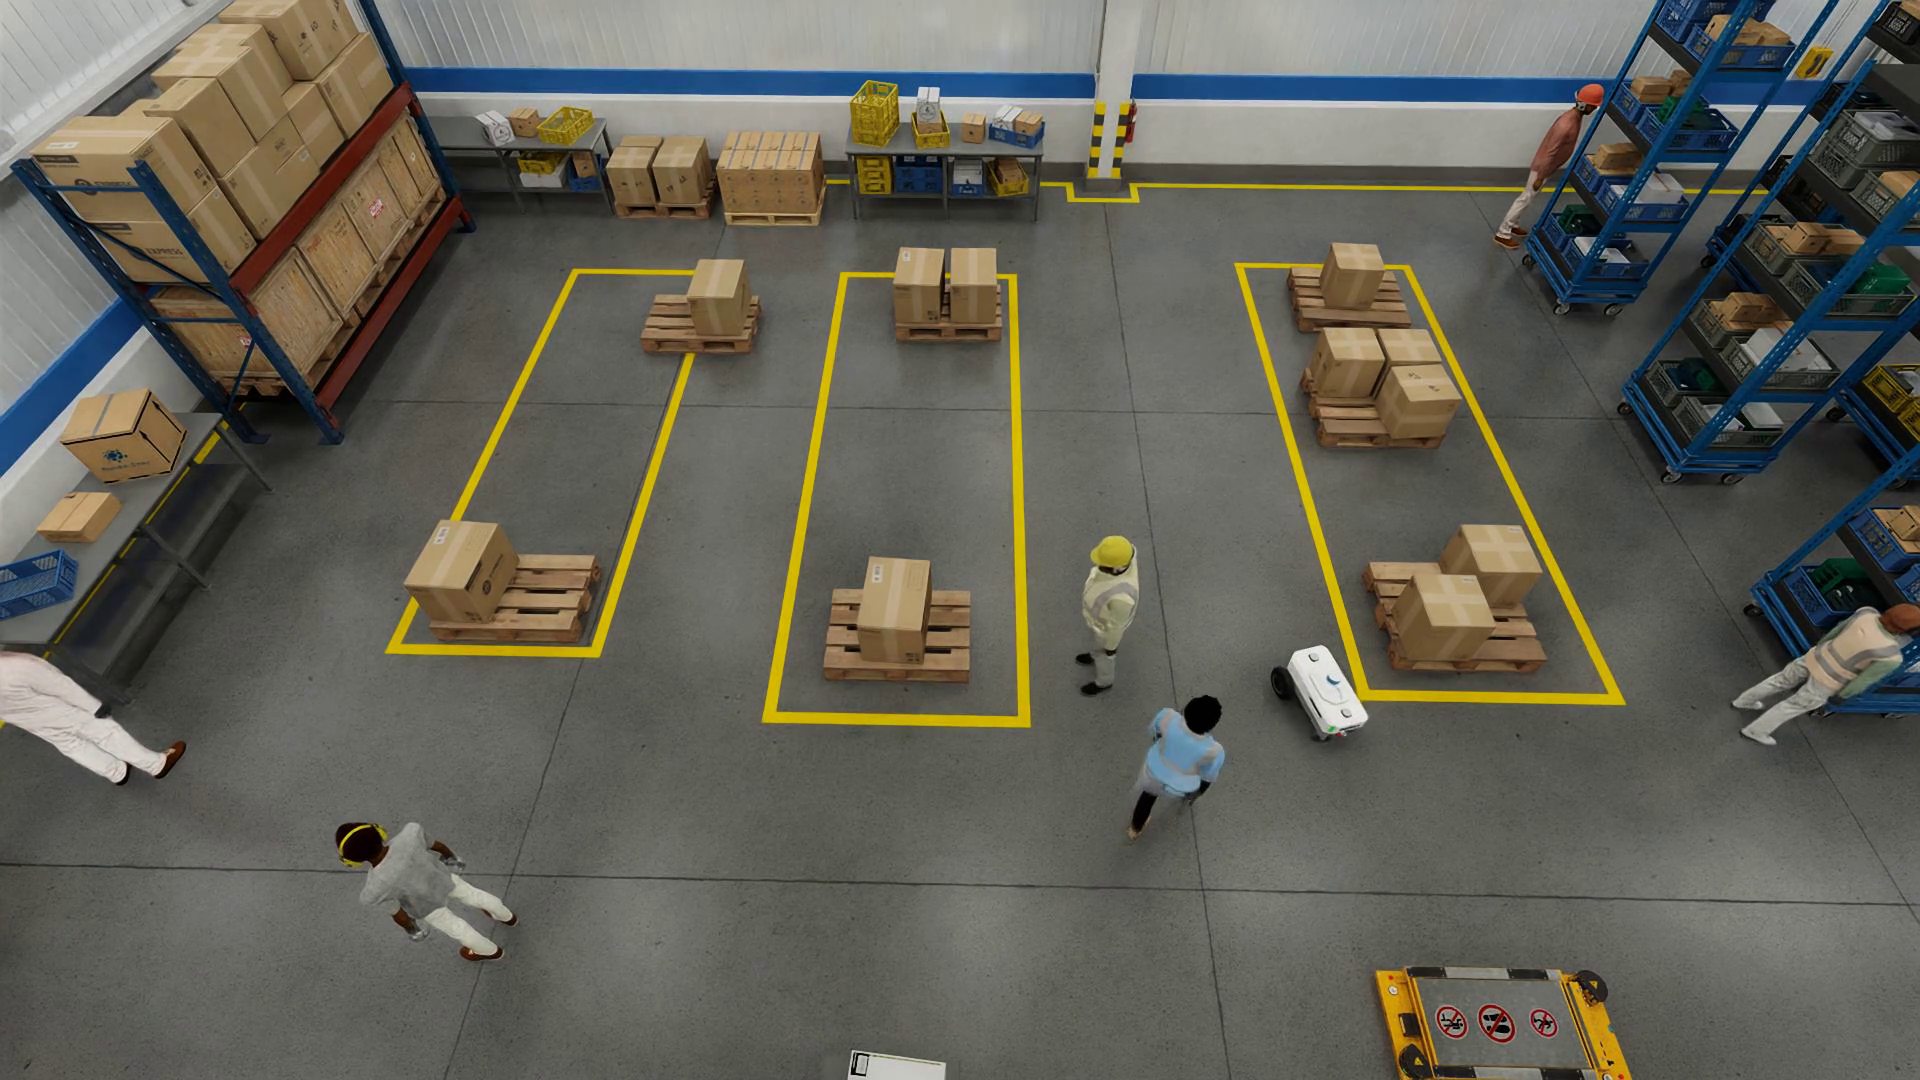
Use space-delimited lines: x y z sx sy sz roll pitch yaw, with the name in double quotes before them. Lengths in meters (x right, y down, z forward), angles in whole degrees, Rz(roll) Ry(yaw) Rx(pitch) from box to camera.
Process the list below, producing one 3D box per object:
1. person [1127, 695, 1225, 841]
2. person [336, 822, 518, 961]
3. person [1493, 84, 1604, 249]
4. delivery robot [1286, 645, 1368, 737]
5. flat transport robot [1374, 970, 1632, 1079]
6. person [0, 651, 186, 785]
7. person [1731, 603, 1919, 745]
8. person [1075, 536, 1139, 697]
"person" 1.547 1.505 6.348 0.543 1.659 0.856 30 57 22
"person" -3.272 2.185 5.666 0.315 1.865 0.526 9 51 8
"person" 7.089 -4.479 11.026 0.415 1.985 0.611 32 58 24
"delivery robot" 2.897 1.199 7.250 0.477 0.478 0.707 -11 52 -9
"flat transport robot" 3.501 3.133 5.914 1.431 0.197 0.652 1 51 1
"person" -6.399 1.169 6.467 0.642 1.909 0.399 -5 51 -4
"person" 6.445 0.973 6.804 0.317 1.631 0.519 9 51 7
"person" 1.119 0.539 7.036 0.404 1.821 0.680 3 51 2
